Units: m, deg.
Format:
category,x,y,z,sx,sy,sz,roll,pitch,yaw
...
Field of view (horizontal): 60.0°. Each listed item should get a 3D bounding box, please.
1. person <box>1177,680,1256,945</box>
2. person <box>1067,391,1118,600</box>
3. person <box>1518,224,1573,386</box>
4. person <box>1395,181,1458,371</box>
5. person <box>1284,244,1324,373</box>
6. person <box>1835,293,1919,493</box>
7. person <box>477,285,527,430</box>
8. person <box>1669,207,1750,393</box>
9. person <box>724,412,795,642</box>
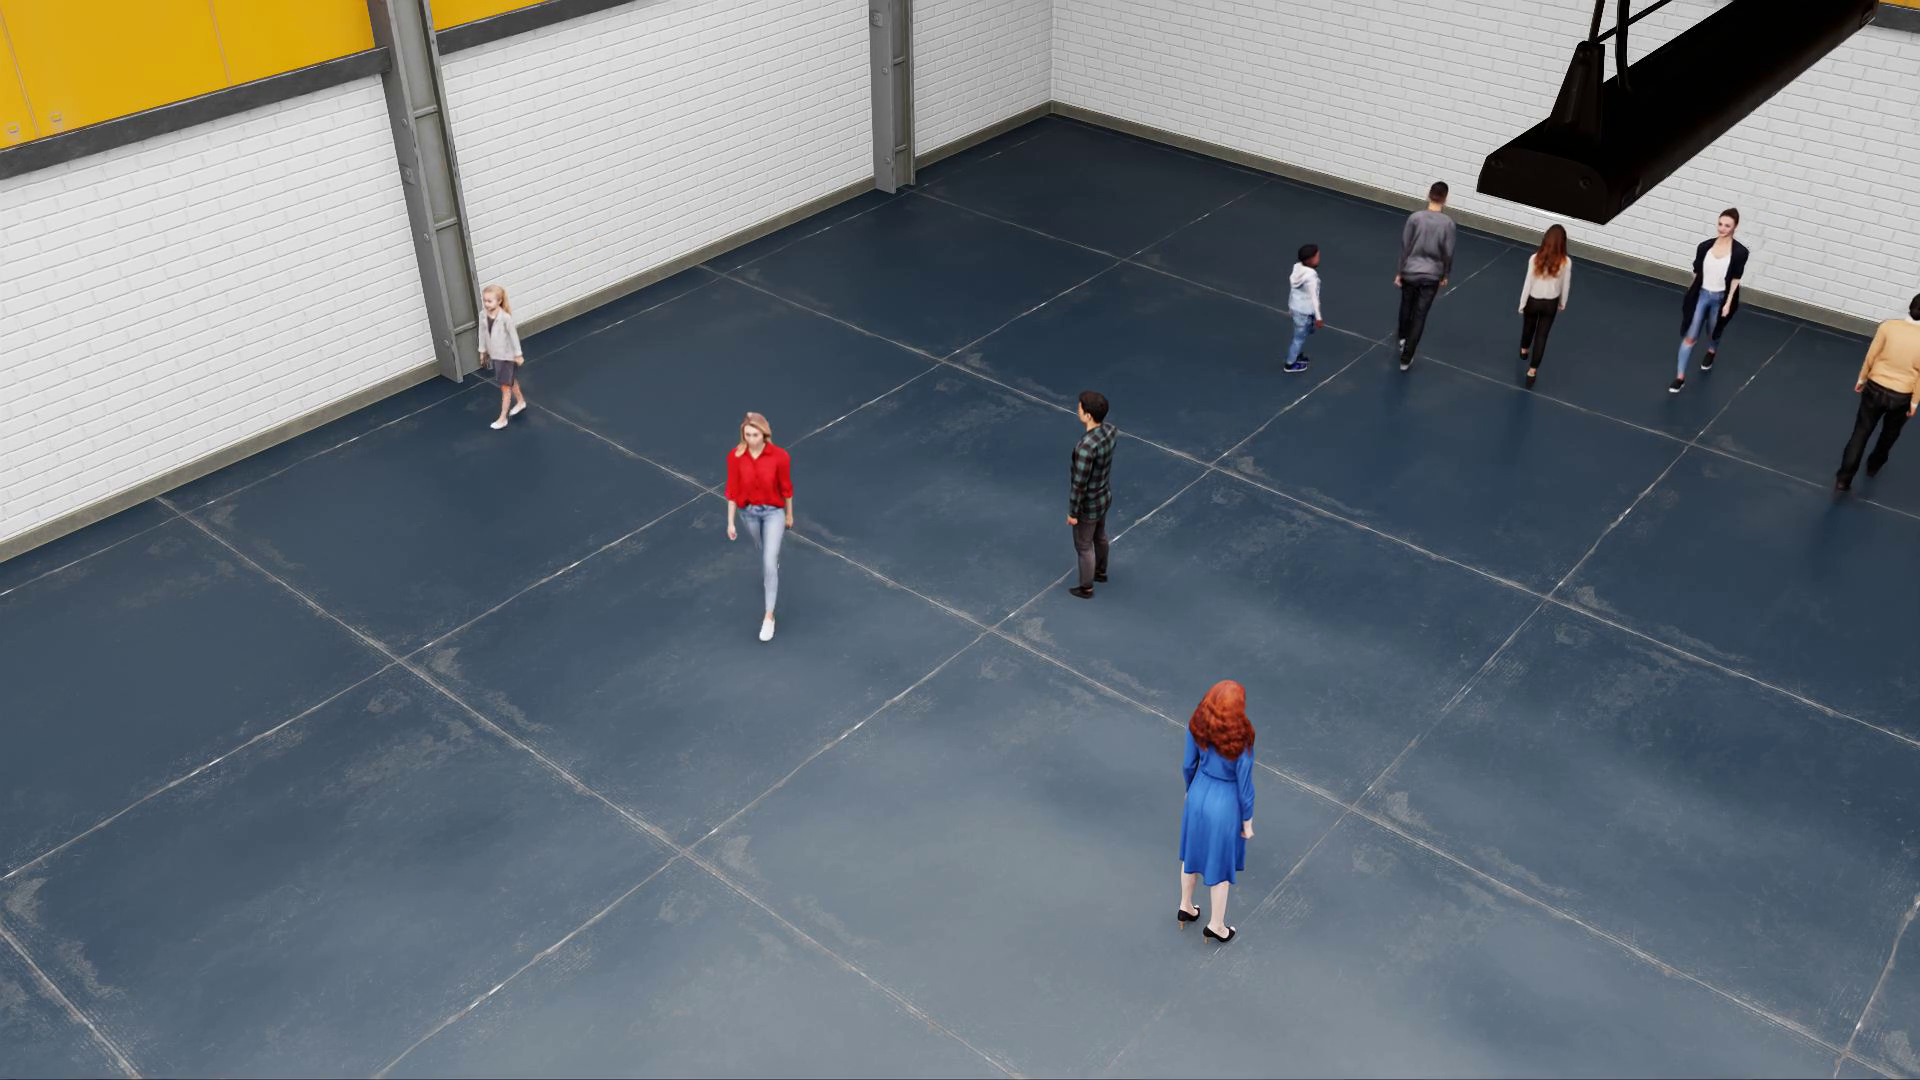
category,x,y,z,sx,sy,sz,roll,pitch,yaw
person,1.408,1.518,9.219,0.585,1.829,0.627,-29,43,-36
person,0.959,-0.322,12.199,0.744,1.707,0.532,18,38,25
person,5.257,-2.091,14.997,0.762,1.443,1.020,11,35,16
person,4.193,-2.369,15.149,0.805,1.739,1.038,13,36,18
person,3.084,-2.107,15.198,0.654,1.248,0.595,-6,34,-9
person,7.415,-1.152,13.323,0.648,1.733,1.107,24,41,32
person,-3.949,-1.644,14.494,0.604,1.255,0.809,17,37,24
person,6.787,-2.179,14.941,0.684,1.652,1.118,21,39,29
person,-1.417,-0.209,11.969,1.079,1.660,1.219,2,34,2
